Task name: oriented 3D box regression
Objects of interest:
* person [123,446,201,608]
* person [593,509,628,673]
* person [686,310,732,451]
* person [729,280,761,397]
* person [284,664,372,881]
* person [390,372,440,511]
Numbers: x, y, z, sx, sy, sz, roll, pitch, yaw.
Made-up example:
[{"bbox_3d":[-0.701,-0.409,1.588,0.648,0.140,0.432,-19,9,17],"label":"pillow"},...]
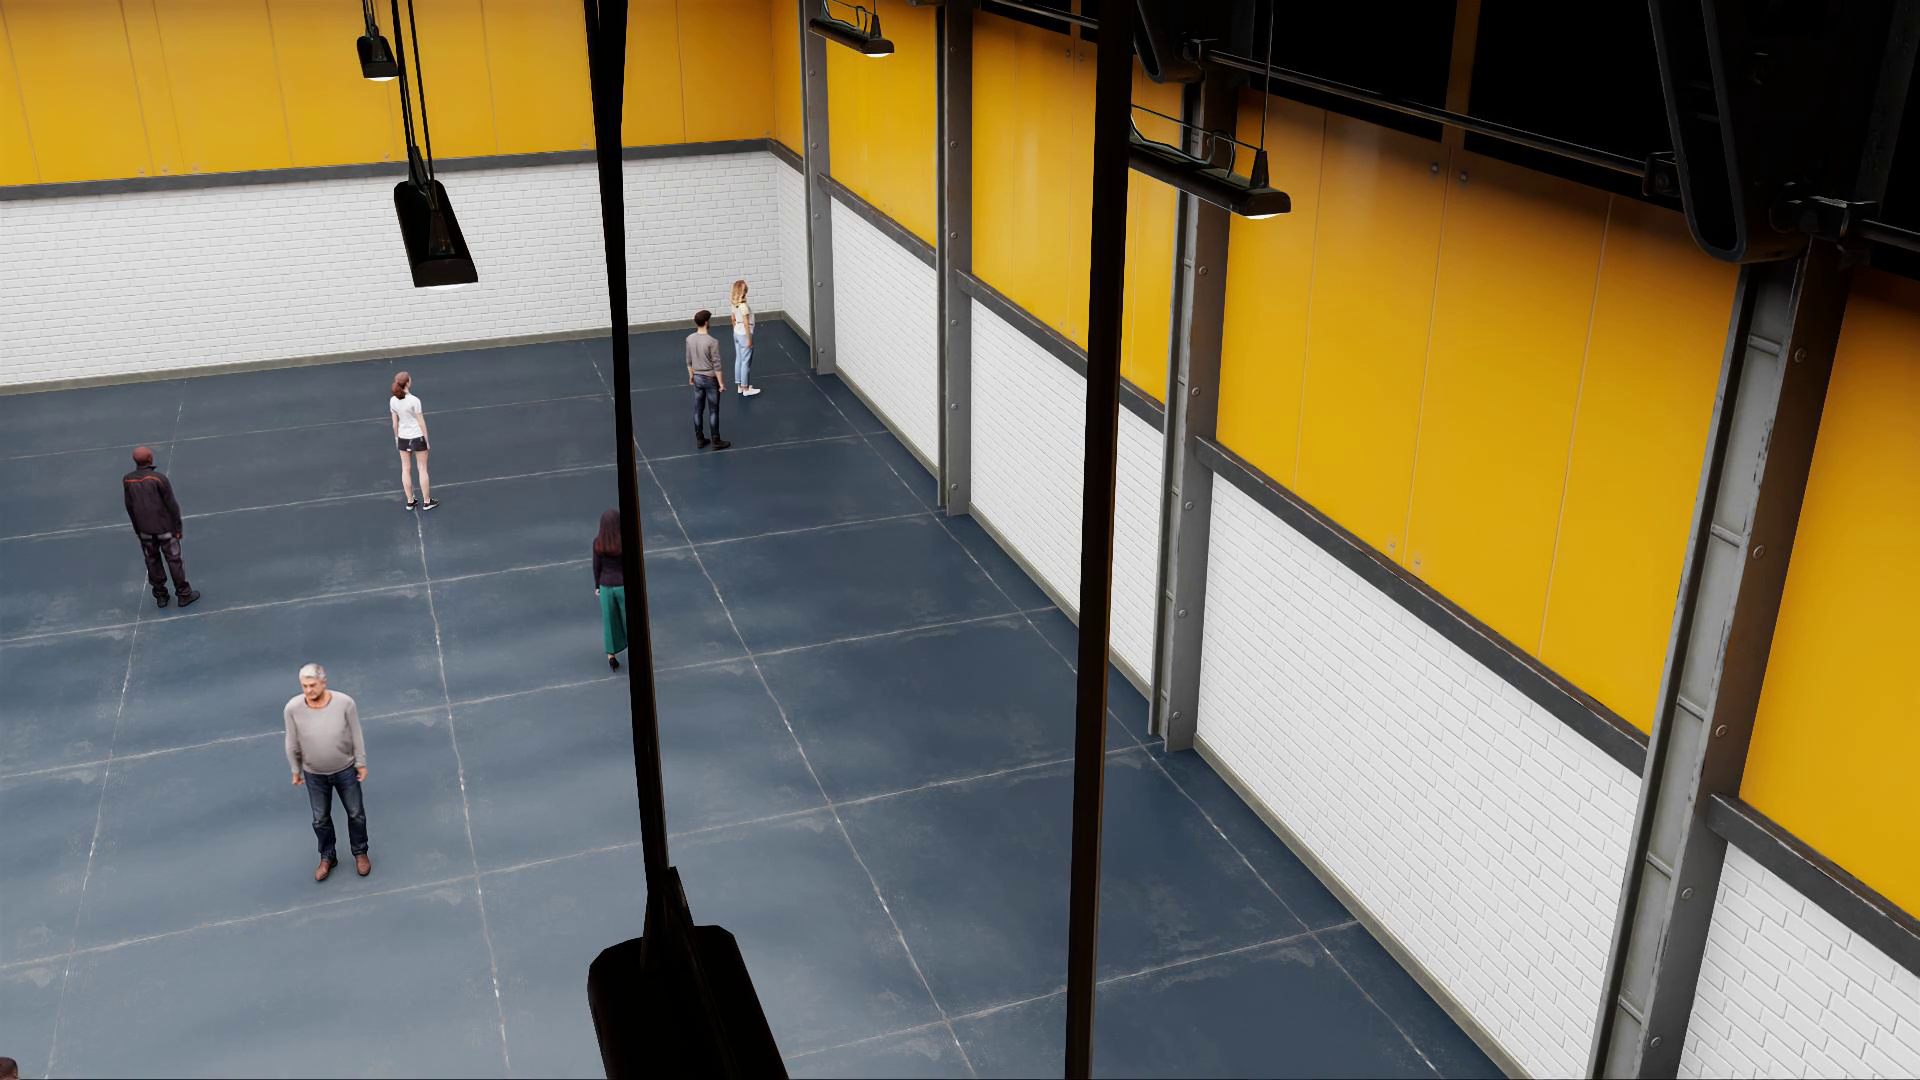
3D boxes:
[{"bbox_3d":[-8.647,-0.149,17.893,0.764,1.825,0.712,0,24,-1],"label":"person"},{"bbox_3d":[-3.399,0.505,16.507,0.712,1.738,0.700,4,24,8],"label":"person"},{"bbox_3d":[-3.425,-2.154,22.382,0.766,1.903,0.834,11,26,24],"label":"person"},{"bbox_3d":[-3.202,-2.990,24.520,0.737,1.723,0.563,-15,28,-31],"label":"person"},{"bbox_3d":[-5.033,1.817,13.293,0.767,1.908,0.663,-5,24,-11],"label":"person"},{"bbox_3d":[-6.739,-1.218,20.429,0.652,1.752,0.684,2,24,6],"label":"person"}]
